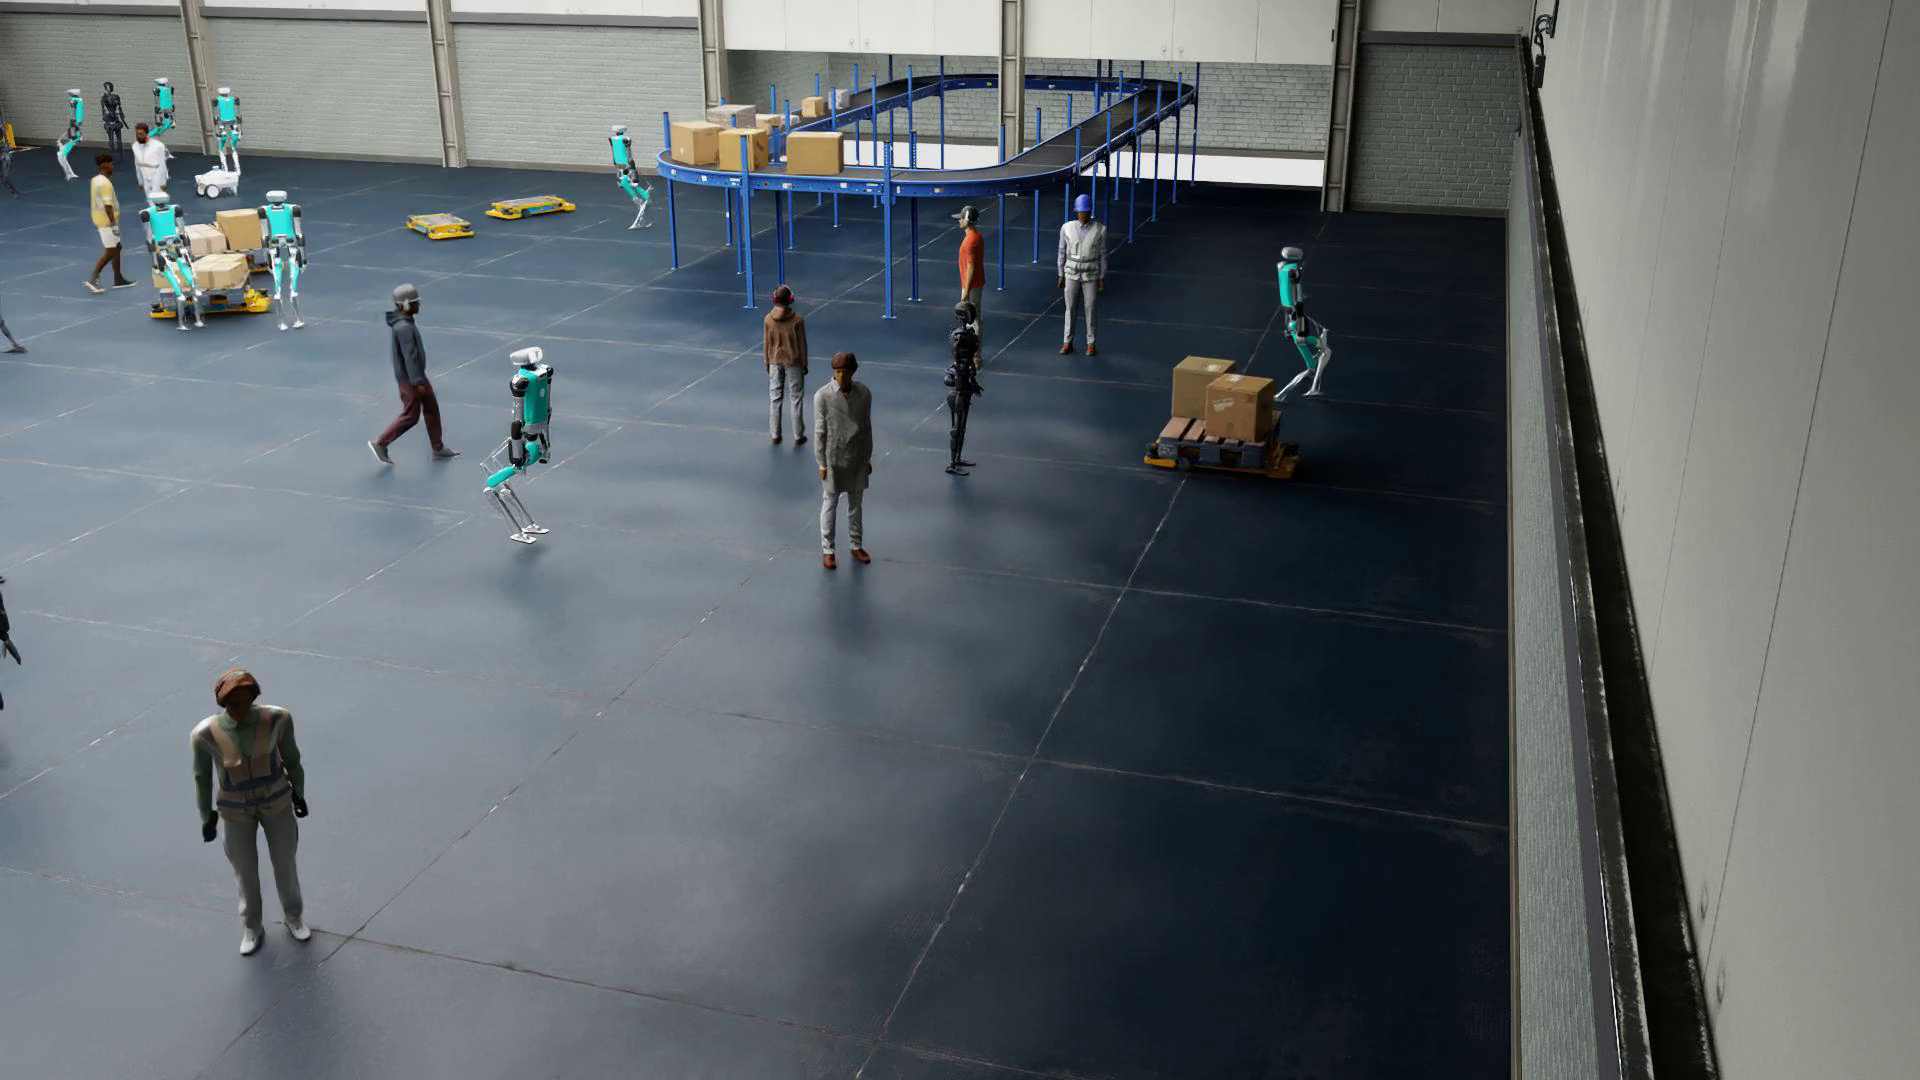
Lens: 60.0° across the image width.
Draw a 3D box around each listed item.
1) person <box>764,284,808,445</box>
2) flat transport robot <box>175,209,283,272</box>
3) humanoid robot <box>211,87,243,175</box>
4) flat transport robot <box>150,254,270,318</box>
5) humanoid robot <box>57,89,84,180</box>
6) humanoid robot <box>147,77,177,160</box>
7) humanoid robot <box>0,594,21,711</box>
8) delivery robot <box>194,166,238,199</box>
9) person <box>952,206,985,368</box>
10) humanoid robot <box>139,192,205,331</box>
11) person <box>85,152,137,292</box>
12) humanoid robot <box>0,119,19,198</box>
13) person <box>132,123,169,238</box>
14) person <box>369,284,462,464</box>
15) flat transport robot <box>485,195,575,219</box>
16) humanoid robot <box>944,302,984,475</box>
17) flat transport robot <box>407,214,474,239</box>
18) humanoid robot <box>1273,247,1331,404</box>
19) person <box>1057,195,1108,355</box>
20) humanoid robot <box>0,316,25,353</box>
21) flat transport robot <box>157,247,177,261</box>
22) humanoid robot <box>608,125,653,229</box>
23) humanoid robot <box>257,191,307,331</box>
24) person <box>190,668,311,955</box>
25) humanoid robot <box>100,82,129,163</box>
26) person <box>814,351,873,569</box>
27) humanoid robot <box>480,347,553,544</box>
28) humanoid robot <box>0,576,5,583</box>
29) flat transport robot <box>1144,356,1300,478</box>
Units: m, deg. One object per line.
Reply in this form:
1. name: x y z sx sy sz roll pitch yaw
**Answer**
1. person: -1.768 -1.767 16.849 0.455 1.644 0.319 4 22 11
2. flat transport robot: -10.934 -4.074 24.744 1.431 0.231 0.659 -15 26 -34
3. humanoid robot: -14.692 -8.182 33.332 0.540 1.760 0.701 -16 26 -35
4. flat transport robot: -10.120 -3.197 22.470 1.431 0.231 0.659 -6 22 -16
5. humanoid robot: -17.698 -7.991 32.977 0.805 1.839 0.534 -4 21 -10
6. humanoid robot: -16.806 -8.834 34.865 0.735 1.677 0.533 6 22 16
7. humanoid robot: -6.368 0.636 10.580 0.611 1.640 0.558 -13 25 -31
8. delivery robot: -13.912 -6.670 31.106 0.523 0.614 0.786 18 27 39
9. person: 0.096 -2.989 19.651 0.394 1.912 0.479 4 21 9
10. humanoid robot: -10.000 -3.548 21.255 0.728 1.731 0.536 20 29 41
11. person: -12.185 -4.491 23.536 0.695 1.929 0.634 -14 25 -33
12. humanoid robot: -17.804 -7.205 30.908 0.597 1.642 0.372 11 24 27
13. person: -13.130 -5.828 27.042 0.620 1.889 0.536 7 22 18
14. person: -5.403 -1.608 16.242 0.782 1.783 0.550 -4 21 -11
15. flat transport robot: -7.615 -5.897 29.473 0.659 0.231 1.431 18 27 39
16. humanoid robot: 0.032 -1.485 16.051 0.315 1.657 0.599 6 22 16
17. flat transport robot: -8.688 -5.240 27.768 0.659 0.231 1.431 -14 25 -32
18. humanoid robot: 3.825 -2.329 18.187 0.893 1.763 0.540 -2 21 -6
19. person: 1.481 -3.213 20.177 0.614 1.946 0.389 5 22 12
20. humanoid robot: -11.922 -3.039 20.161 0.777 1.622 0.609 -3 21 -8
21. flat transport robot: -11.933 -4.494 25.833 0.659 0.231 1.431 -17 27 -37
22. humanoid robot: -5.423 -6.038 27.946 0.544 1.886 0.806 19 28 41
23. humanoid robot: -8.671 -3.555 21.315 0.531 1.743 0.750 -5 22 -12
24. person: -3.668 1.400 8.653 0.524 1.627 0.321 -10 23 -24
25. humanoid robot: -17.829 -8.809 35.048 0.315 1.657 0.599 6 22 16
26. person: -0.948 -0.668 13.747 0.503 1.828 0.370 -9 23 -21
27. humanoid robot: -3.792 -0.819 14.074 0.735 1.677 0.533 6 22 16
28. humanoid robot: -8.090 -0.381 13.220 0.567 1.639 0.615 -5 22 -13
29. flat transport robot: 2.589 -0.854 16.392 1.431 0.231 0.659 7 22 17
